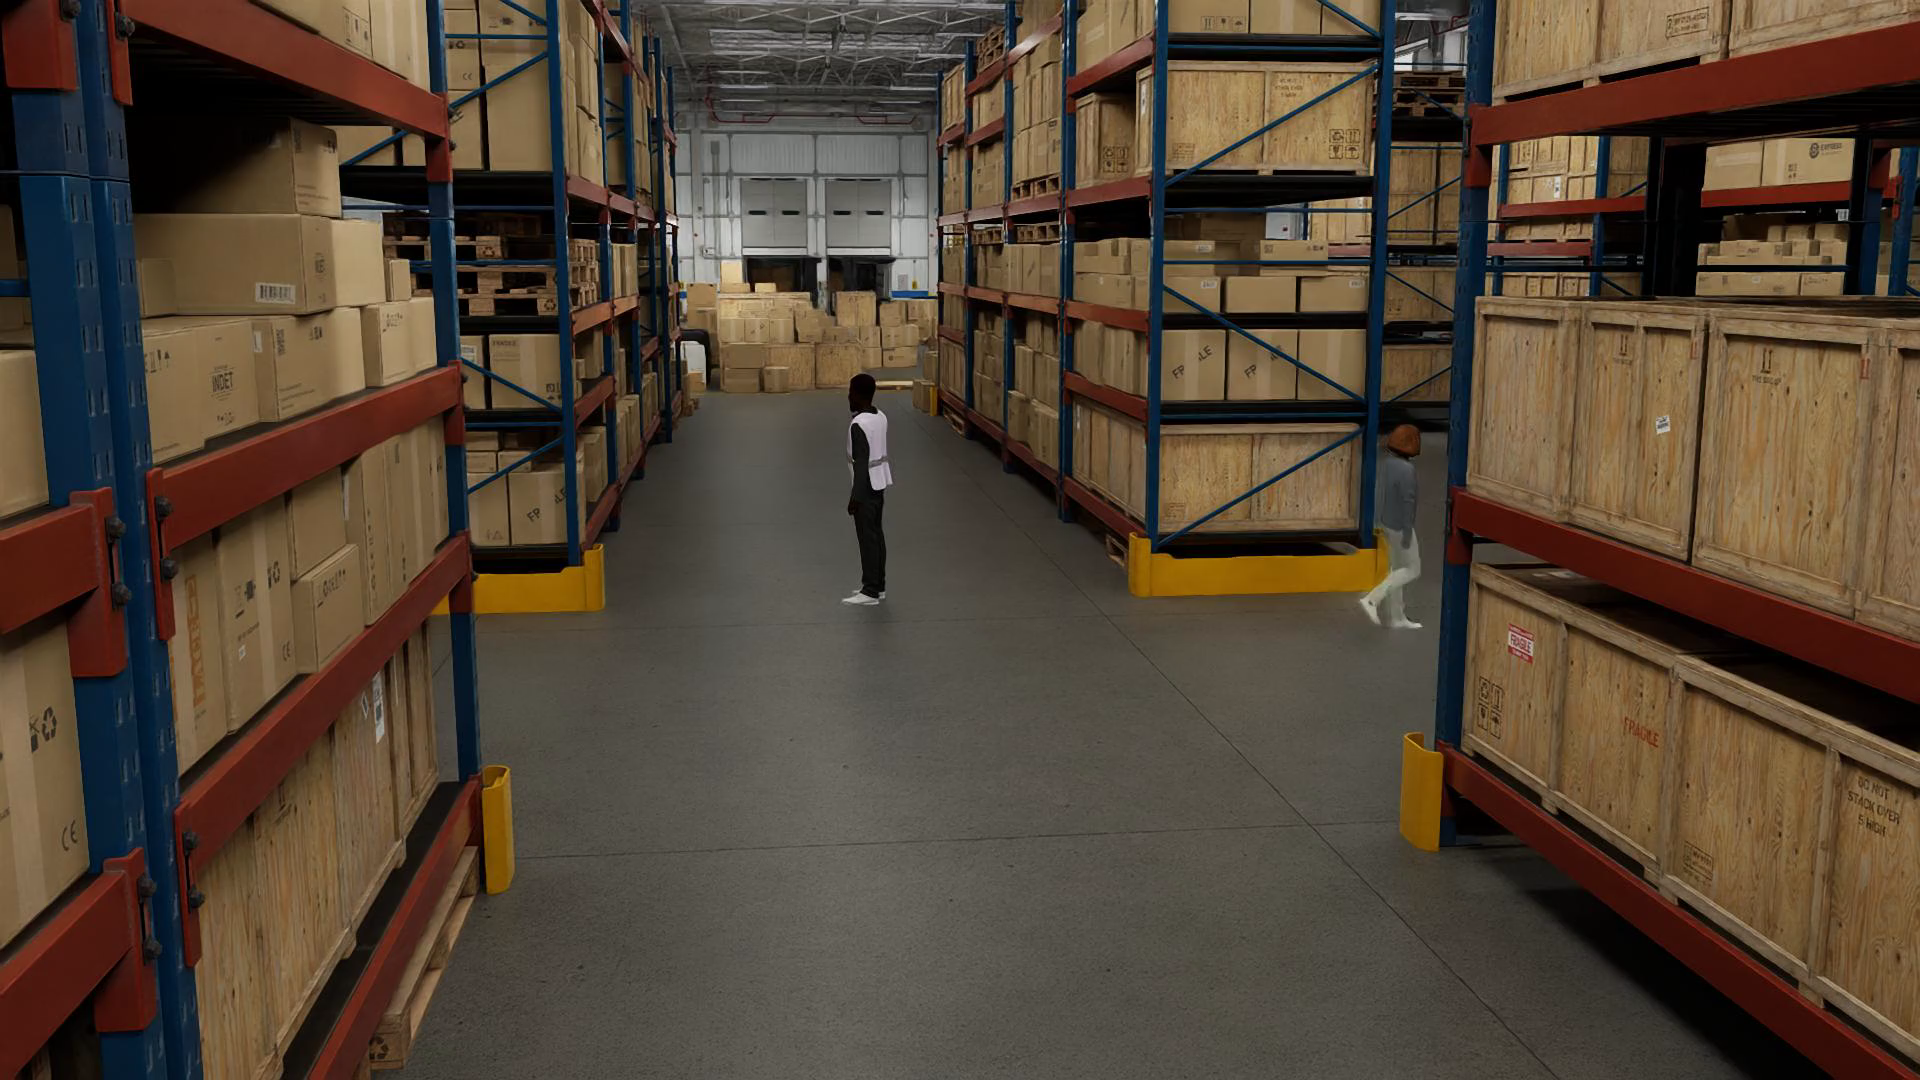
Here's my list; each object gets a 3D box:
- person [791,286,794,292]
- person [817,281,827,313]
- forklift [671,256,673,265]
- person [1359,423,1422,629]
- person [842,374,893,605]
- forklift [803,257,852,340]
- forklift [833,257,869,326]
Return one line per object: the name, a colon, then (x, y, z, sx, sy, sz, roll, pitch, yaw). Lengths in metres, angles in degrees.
person: (-6.869, -9.663, 68.493, 0.539, 1.614, 0.605, 6, 11, 31)
person: (-5.103, -8.398, 60.246, 0.454, 1.918, 0.651, -8, 13, -39)
forklift: (-11.044, -9.145, 61.805, 1.129, 2.768, 1.873, -1, 10, -7)
person: (3.342, -0.093, 12.764, 0.467, 1.619, 0.506, -1, 10, -6)
person: (-0.770, -0.418, 13.800, 0.393, 1.920, 0.591, 2, 10, 13)
forklift: (-3.510, -5.286, 39.342, 1.873, 2.768, 1.129, -1, 10, -8)
forklift: (-2.970, -6.678, 47.442, 1.873, 2.768, 1.129, 6, 11, 30)
